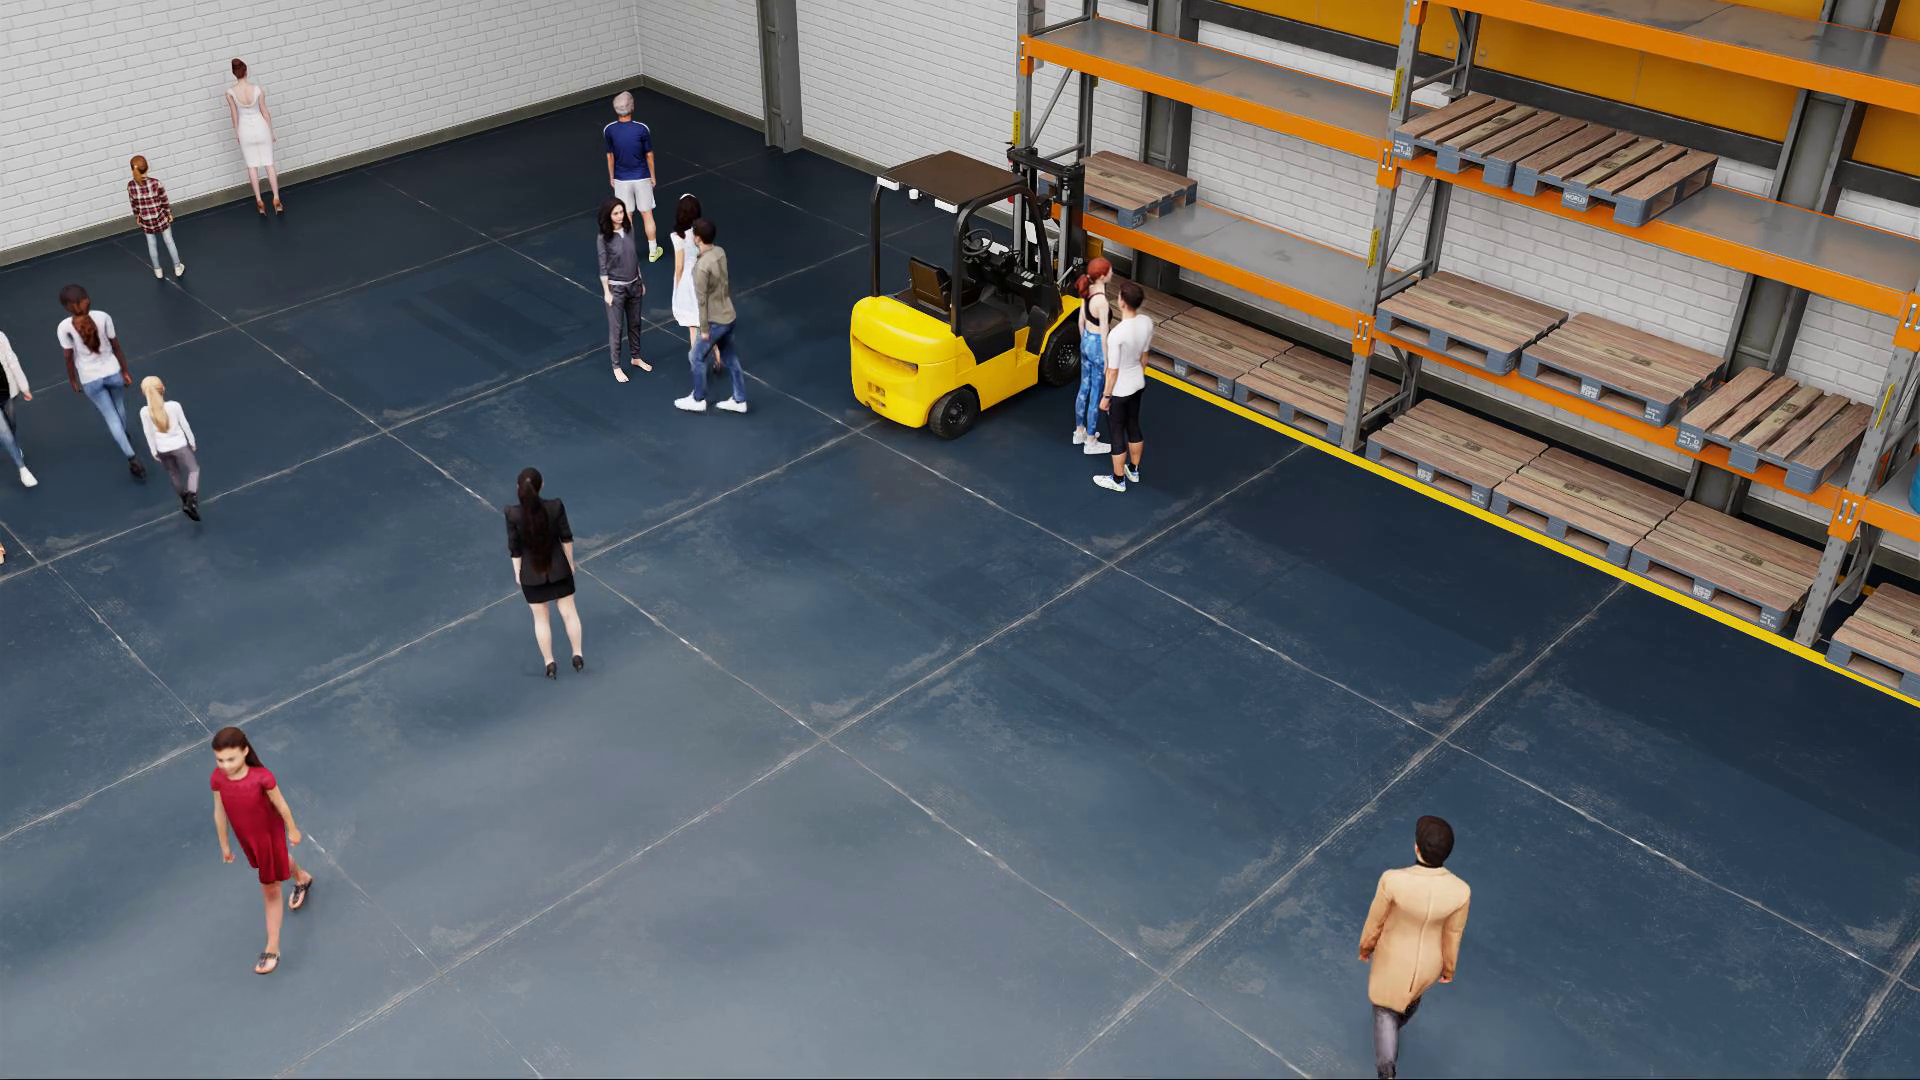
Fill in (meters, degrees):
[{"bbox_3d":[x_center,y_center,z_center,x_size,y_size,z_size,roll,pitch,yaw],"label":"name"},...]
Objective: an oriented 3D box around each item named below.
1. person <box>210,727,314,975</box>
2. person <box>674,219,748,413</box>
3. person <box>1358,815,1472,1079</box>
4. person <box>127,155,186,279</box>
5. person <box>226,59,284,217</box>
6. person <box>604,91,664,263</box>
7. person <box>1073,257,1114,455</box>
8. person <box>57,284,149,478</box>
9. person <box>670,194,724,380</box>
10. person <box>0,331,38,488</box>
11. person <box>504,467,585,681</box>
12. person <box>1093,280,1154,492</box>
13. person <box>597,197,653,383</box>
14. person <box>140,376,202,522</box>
[{"bbox_3d":[-4.024,1.654,9.628,1.039,1.507,1.074,1,34,2],"label":"person"},{"bbox_3d":[-2.081,-1.940,14.732,1.021,1.842,0.915,12,35,17],"label":"person"},{"bbox_3d":[2.335,2.210,8.621,1.114,1.697,1.113,3,34,5],"label":"person"},{"bbox_3d":[-8.439,-3.385,17.393,0.598,1.304,0.620,-9,35,-14],"label":"person"},{"bbox_3d":[-7.919,-4.523,18.664,0.637,1.791,0.646,-8,35,-13],"label":"person"},{"bbox_3d":[-3.466,-3.831,17.581,0.718,1.837,0.755,-3,34,-5],"label":"person"},{"bbox_3d":[1.158,-1.589,14.256,0.711,1.784,0.601,-14,36,-20],"label":"person"},{"bbox_3d":[-7.155,-1.301,13.922,0.610,1.675,1.132,-27,42,-34],"label":"person"},{"bbox_3d":[-2.418,-2.307,15.309,0.729,1.815,0.752,-23,40,-30],"label":"person"},{"bbox_3d":[-8.130,-1.279,13.960,0.620,1.597,1.039,-27,42,-35],"label":"person"},{"bbox_3d":[-2.886,0.230,11.600,0.669,1.696,0.665,-11,35,-16],"label":"person"},{"bbox_3d":[1.364,-1.267,13.712,0.528,1.851,0.672,28,43,35],"label":"person"},{"bbox_3d":[-3.131,-2.350,15.421,0.518,1.764,0.607,26,42,34],"label":"person"},{"bbox_3d":[-6.351,-0.724,13.421,0.705,1.268,0.837,-9,35,-13],"label":"person"}]
